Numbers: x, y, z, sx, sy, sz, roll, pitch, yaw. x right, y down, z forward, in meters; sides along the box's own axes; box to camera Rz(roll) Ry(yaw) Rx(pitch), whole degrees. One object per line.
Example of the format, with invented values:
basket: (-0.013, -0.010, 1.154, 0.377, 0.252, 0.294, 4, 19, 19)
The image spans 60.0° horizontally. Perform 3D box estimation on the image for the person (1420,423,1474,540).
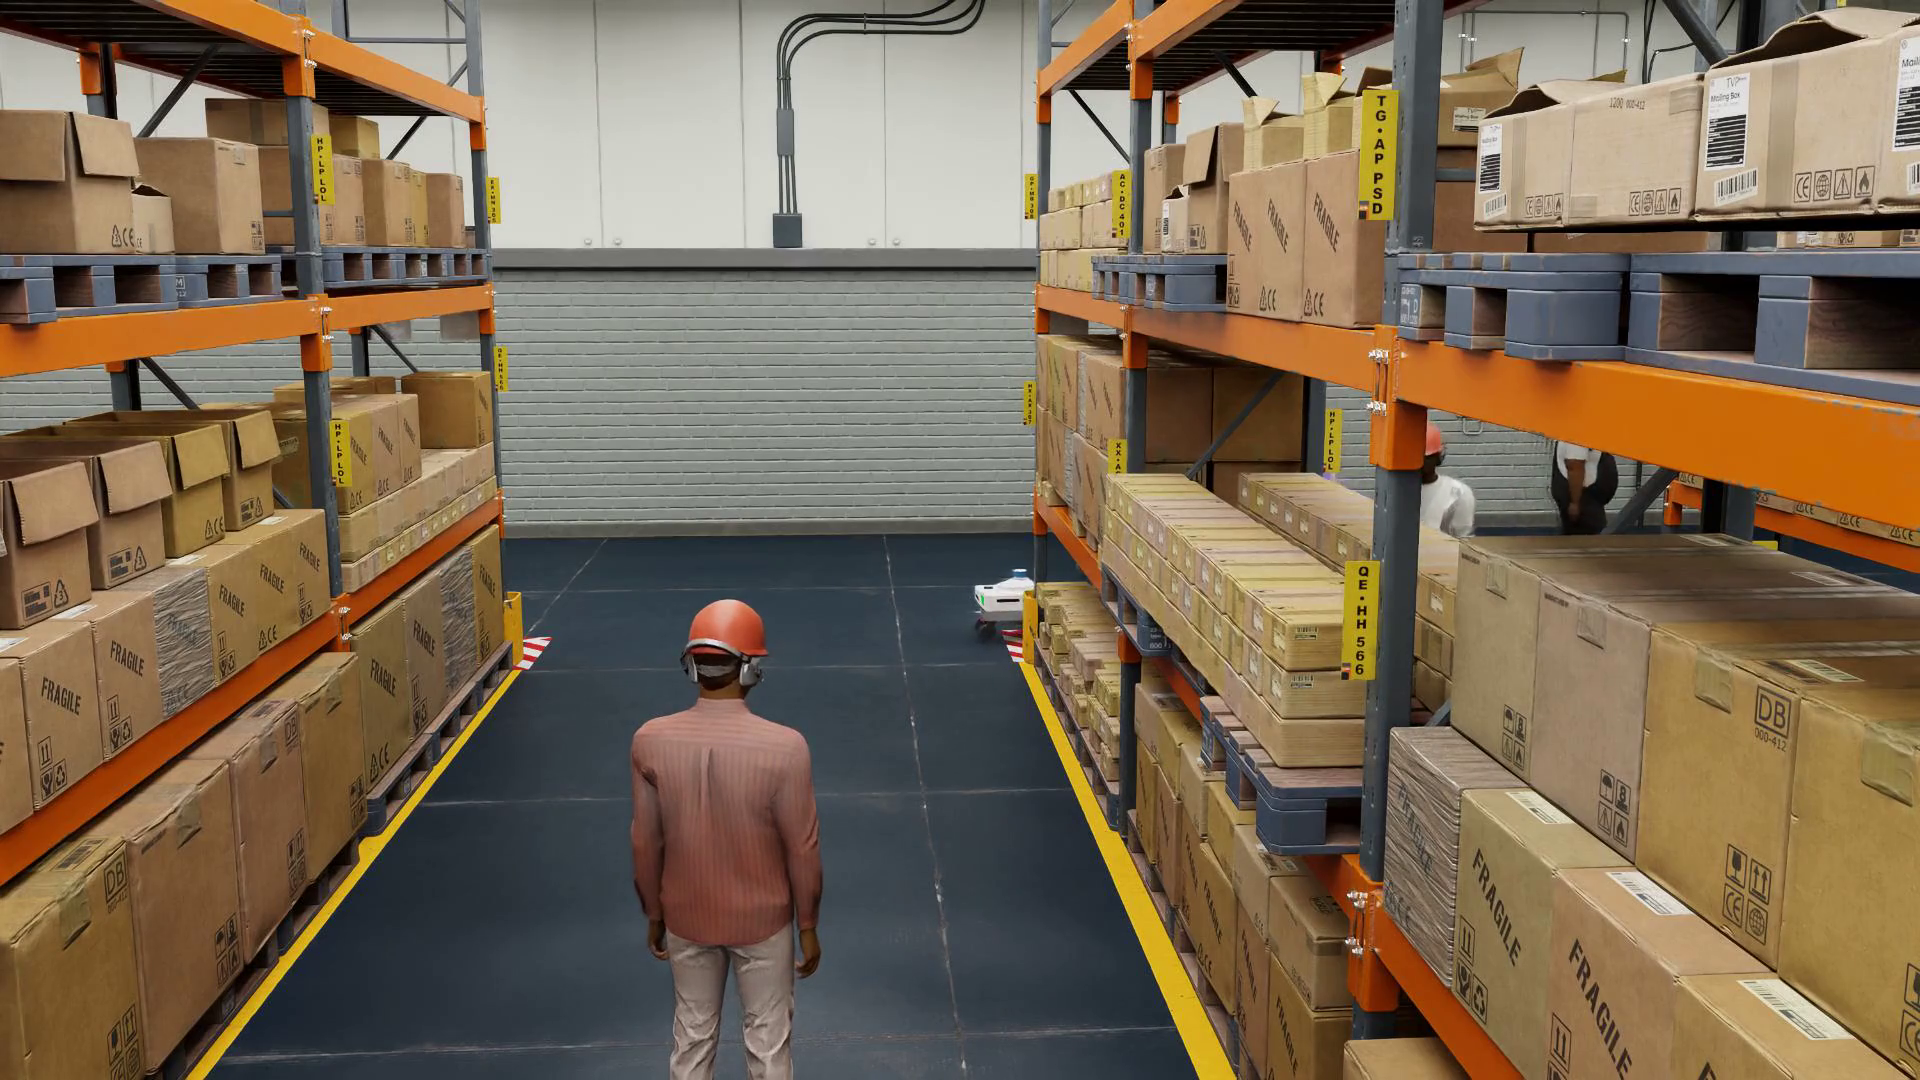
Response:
person: (2.890, 0.265, 10.419, 0.629, 2.020, 0.528, 5, 11, 26)

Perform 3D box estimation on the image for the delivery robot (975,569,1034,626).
delivery robot: (0.478, 0.474, 13.245, 0.707, 0.478, 0.477, -1, 10, -7)

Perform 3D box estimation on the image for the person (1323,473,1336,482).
person: (2.487, 0.026, 12.475, 0.603, 1.793, 0.877, 2, 10, 11)

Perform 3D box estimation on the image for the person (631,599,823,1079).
person: (-0.713, 1.171, 5.213, 0.609, 1.986, 0.390, 2, 10, 13)

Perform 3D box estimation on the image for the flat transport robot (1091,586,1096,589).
flat transport robot: (1.432, 0.594, 13.650, 0.652, 0.197, 1.431, -2, 10, -10)

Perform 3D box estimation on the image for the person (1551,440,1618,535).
person: (5.391, -0.412, 14.367, 0.540, 2.000, 0.685, 2, 10, 14)

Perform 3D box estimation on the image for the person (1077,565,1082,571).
person: (1.429, -0.560, 15.699, 0.729, 1.905, 0.651, 3, 10, 16)
